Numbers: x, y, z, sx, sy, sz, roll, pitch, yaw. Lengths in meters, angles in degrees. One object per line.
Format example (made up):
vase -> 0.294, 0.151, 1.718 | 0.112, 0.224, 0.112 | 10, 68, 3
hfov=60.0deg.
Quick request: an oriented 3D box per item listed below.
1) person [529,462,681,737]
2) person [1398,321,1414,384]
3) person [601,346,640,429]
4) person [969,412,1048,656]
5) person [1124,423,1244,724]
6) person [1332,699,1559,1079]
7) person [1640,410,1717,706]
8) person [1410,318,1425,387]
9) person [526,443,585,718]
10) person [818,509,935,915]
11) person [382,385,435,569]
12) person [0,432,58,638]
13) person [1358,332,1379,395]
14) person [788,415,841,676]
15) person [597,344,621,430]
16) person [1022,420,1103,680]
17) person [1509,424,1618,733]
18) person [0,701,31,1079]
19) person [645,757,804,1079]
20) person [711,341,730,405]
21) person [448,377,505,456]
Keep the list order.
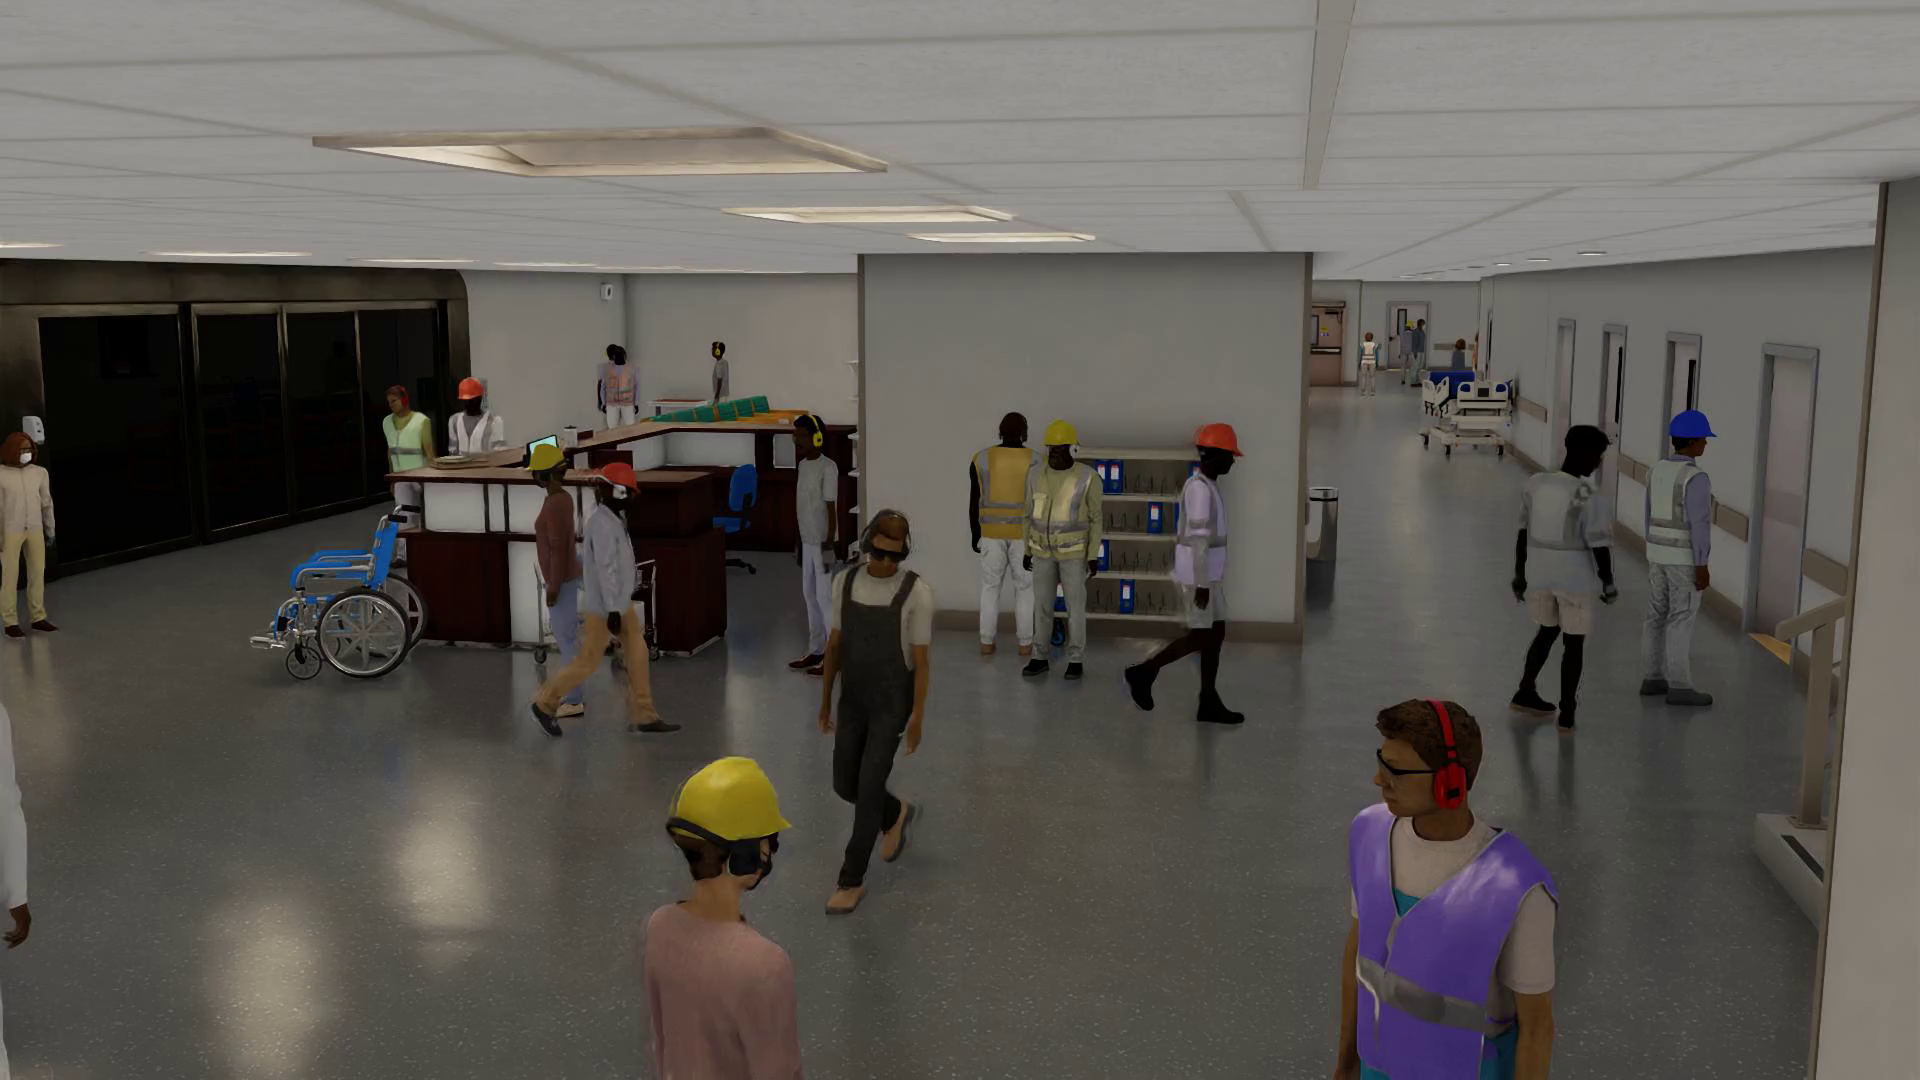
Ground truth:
person -> -2.204, 0.366, 10.190 | 0.875, 1.693, 0.566 | 0, 9, 2
person -> 12.966, -5.404, 48.053 | 0.587, 1.825, 0.404 | 5, 10, 30
person -> -5.426, -2.176, 26.584 | 0.627, 1.844, 0.429 | 0, 9, -3
person -> 0.381, -0.041, 12.459 | 0.629, 1.837, 0.429 | 1, 9, 9
person -> 1.457, 0.211, 10.529 | 0.665, 1.910, 0.587 | 3, 9, 20
person -> 1.096, 1.255, 3.813 | 0.374, 1.840, 0.569 | -5, 10, -30
person -> 4.766, 0.114, 11.027 | 0.389, 1.949, 0.604 | -2, 9, -10
person -> 12.881, -5.252, 46.722 | 0.386, 1.930, 0.630 | 7, 11, 38
person -> -2.595, 0.260, 10.678 | 0.327, 1.765, 0.528 | -1, 9, -7
person -> -0.352, 0.732, 7.452 | 0.567, 1.798, 0.692 | 4, 10, 26
person -> -5.421, -0.627, 16.470 | 0.631, 1.830, 0.633 | 3, 9, 19
person -> -7.423, -0.047, 13.181 | 0.285, 1.627, 0.504 | 5, 10, 30
person -> 10.557, -4.547, 42.990 | 0.521, 1.636, 0.311 | 2, 9, 10
person -> -1.032, 0.032, 11.874 | 0.322, 1.861, 0.514 | -5, 10, -31
person -> -5.668, -2.263, 27.130 | 0.524, 1.856, 0.338 | 0, 9, 3
person -> 0.700, 0.067, 11.719 | 0.587, 1.835, 0.404 | 4, 10, 26
person -> 3.731, 0.232, 10.353 | 0.475, 1.923, 0.727 | -6, 10, -35
person -> -3.061, 1.071, 4.888 | 0.581, 1.882, 0.339 | -4, 9, -24
person -> -0.504, 1.336, 3.549 | 0.555, 1.754, 0.572 | -6, 11, -37
person -> -4.052, -2.405, 27.992 | 0.328, 1.876, 0.513 | 1, 9, 5
person -> -4.610, -0.609, 15.938 | 0.547, 1.913, 0.539 | 2, 9, 11
